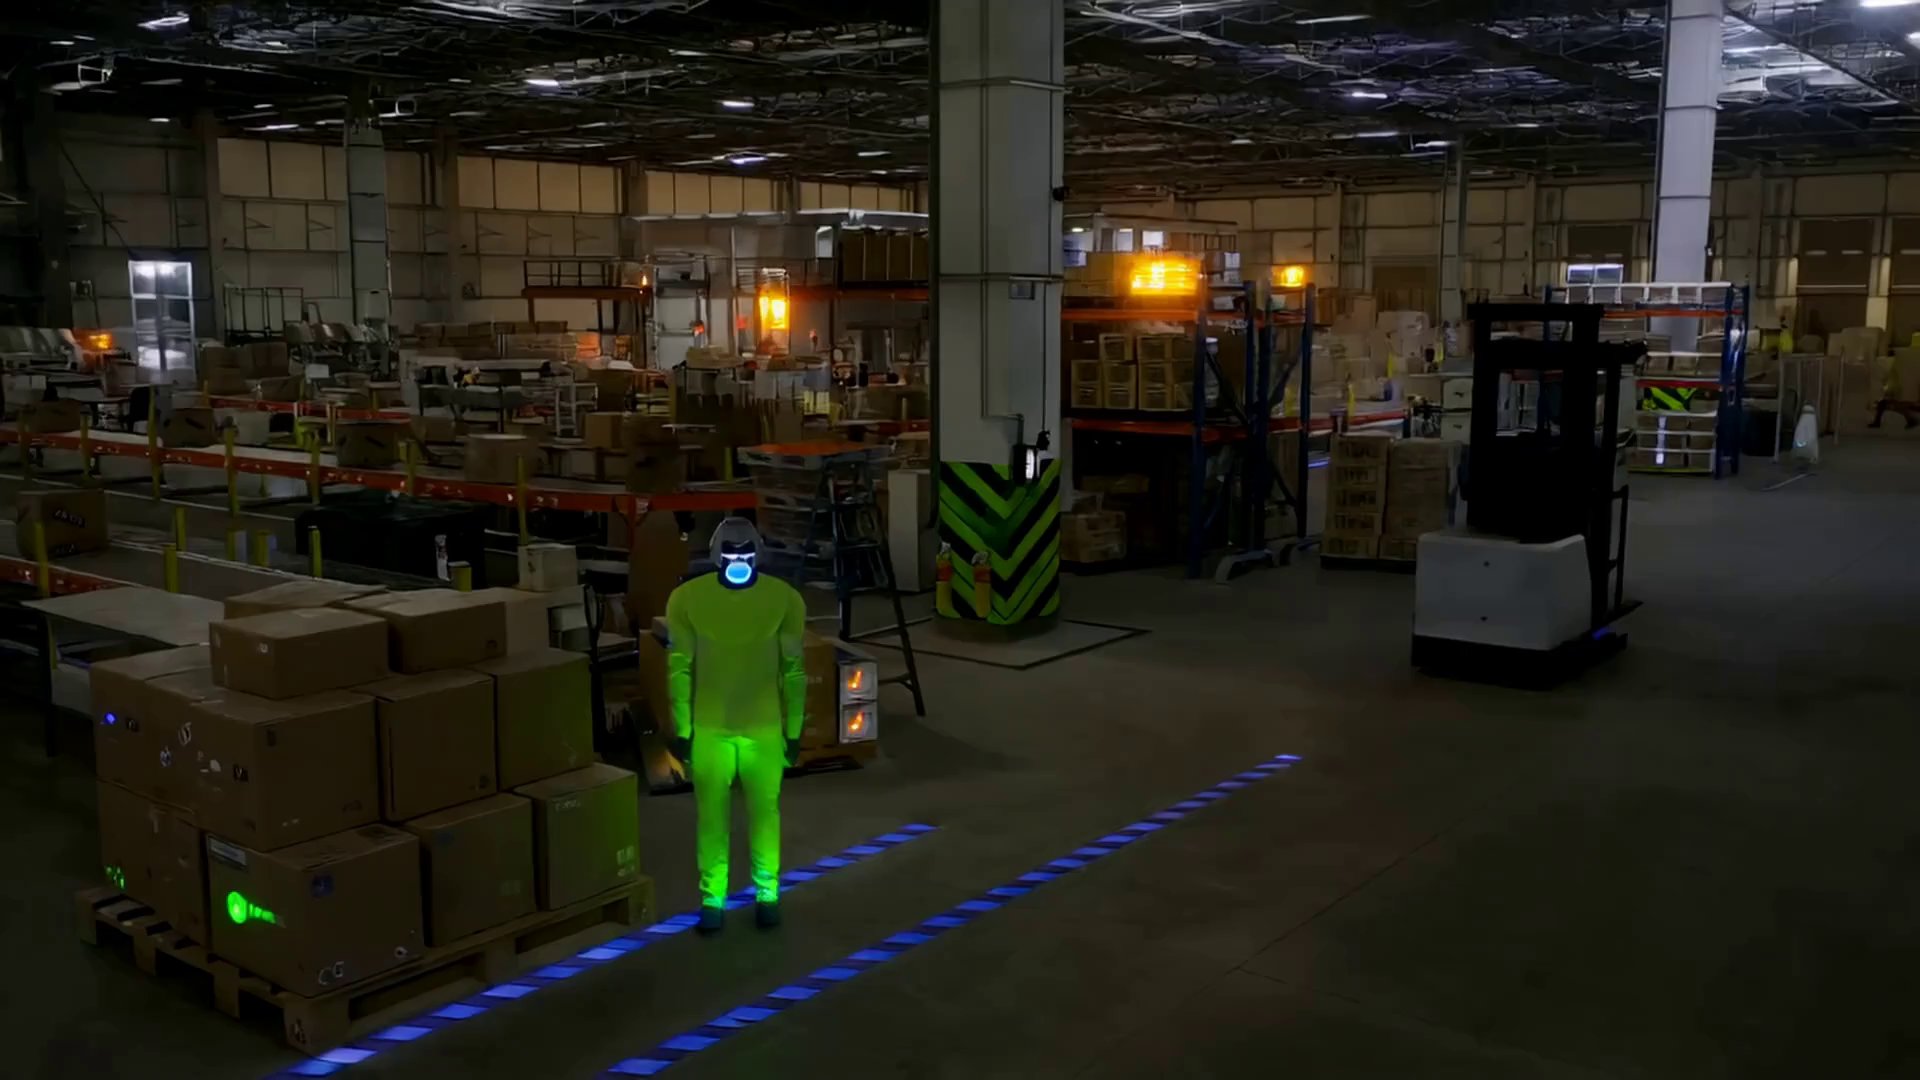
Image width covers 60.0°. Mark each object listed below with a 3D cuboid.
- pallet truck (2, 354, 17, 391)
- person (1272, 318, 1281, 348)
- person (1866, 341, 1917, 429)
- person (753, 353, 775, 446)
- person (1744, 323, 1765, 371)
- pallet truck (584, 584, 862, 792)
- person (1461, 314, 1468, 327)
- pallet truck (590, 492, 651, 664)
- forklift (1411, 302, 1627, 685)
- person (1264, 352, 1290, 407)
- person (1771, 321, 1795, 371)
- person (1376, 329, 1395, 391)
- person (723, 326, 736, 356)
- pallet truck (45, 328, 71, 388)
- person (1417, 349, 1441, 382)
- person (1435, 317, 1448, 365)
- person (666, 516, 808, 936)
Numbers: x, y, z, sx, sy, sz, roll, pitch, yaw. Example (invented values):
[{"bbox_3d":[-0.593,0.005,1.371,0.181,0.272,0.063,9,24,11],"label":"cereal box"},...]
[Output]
[{"bbox_3d":[-24.881,-4.417,42.634,1.885,1.965,0.823,8,11,41],"label":"pallet truck"},{"bbox_3d":[13.870,-8.831,72.912,0.429,1.842,0.635,2,9,14],"label":"person"},{"bbox_3d":[20.065,-3.318,35.646,0.627,1.885,0.975,-7,11,-40],"label":"person"},{"bbox_3d":[-3.719,-2.659,31.569,0.312,1.768,0.522,6,11,37],"label":"person"},{"bbox_3d":[29.613,-7.161,61.838,0.628,1.797,0.952,-6,11,-36],"label":"person"},{"bbox_3d":[-1.426,0.805,10.019,1.601,1.201,0.680,-4,9,-26],"label":"pallet truck"},{"bbox_3d":[24.531,-10.085,81.178,0.982,1.891,0.641,8,12,43],"label":"person"},{"bbox_3d":[-3.115,0.344,12.883,0.653,1.274,1.630,7,11,37],"label":"pallet truck"},{"bbox_3d":[4.379,-0.438,12.852,1.129,2.768,1.873,7,11,37],"label":"forklift"},{"bbox_3d":[5.871,-2.601,31.039,0.597,1.811,0.759,7,11,39],"label":"person"},{"bbox_3d":[30.571,-7.178,61.692,0.617,1.872,0.845,-4,9,-24],"label":"person"},{"bbox_3d":[12.531,-5.298,49.084,0.664,1.848,0.534,-1,9,-9],"label":"person"},{"bbox_3d":[-9.300,-8.034,67.524,0.903,1.845,0.584,6,11,37],"label":"person"},{"bbox_3d":[-23.775,-4.544,43.495,1.885,1.965,0.823,6,10,35],"label":"pallet truck"},{"bbox_3d":[10.531,-3.453,37.261,0.539,1.673,0.768,7,11,41],"label":"person"},{"bbox_3d":[19.574,-8.087,67.624,0.379,1.931,0.625,-4,10,-28],"label":"person"},{"bbox_3d":[-0.994,0.839,7.479,0.624,1.925,0.390,-1,8,-5],"label":"person"}]
